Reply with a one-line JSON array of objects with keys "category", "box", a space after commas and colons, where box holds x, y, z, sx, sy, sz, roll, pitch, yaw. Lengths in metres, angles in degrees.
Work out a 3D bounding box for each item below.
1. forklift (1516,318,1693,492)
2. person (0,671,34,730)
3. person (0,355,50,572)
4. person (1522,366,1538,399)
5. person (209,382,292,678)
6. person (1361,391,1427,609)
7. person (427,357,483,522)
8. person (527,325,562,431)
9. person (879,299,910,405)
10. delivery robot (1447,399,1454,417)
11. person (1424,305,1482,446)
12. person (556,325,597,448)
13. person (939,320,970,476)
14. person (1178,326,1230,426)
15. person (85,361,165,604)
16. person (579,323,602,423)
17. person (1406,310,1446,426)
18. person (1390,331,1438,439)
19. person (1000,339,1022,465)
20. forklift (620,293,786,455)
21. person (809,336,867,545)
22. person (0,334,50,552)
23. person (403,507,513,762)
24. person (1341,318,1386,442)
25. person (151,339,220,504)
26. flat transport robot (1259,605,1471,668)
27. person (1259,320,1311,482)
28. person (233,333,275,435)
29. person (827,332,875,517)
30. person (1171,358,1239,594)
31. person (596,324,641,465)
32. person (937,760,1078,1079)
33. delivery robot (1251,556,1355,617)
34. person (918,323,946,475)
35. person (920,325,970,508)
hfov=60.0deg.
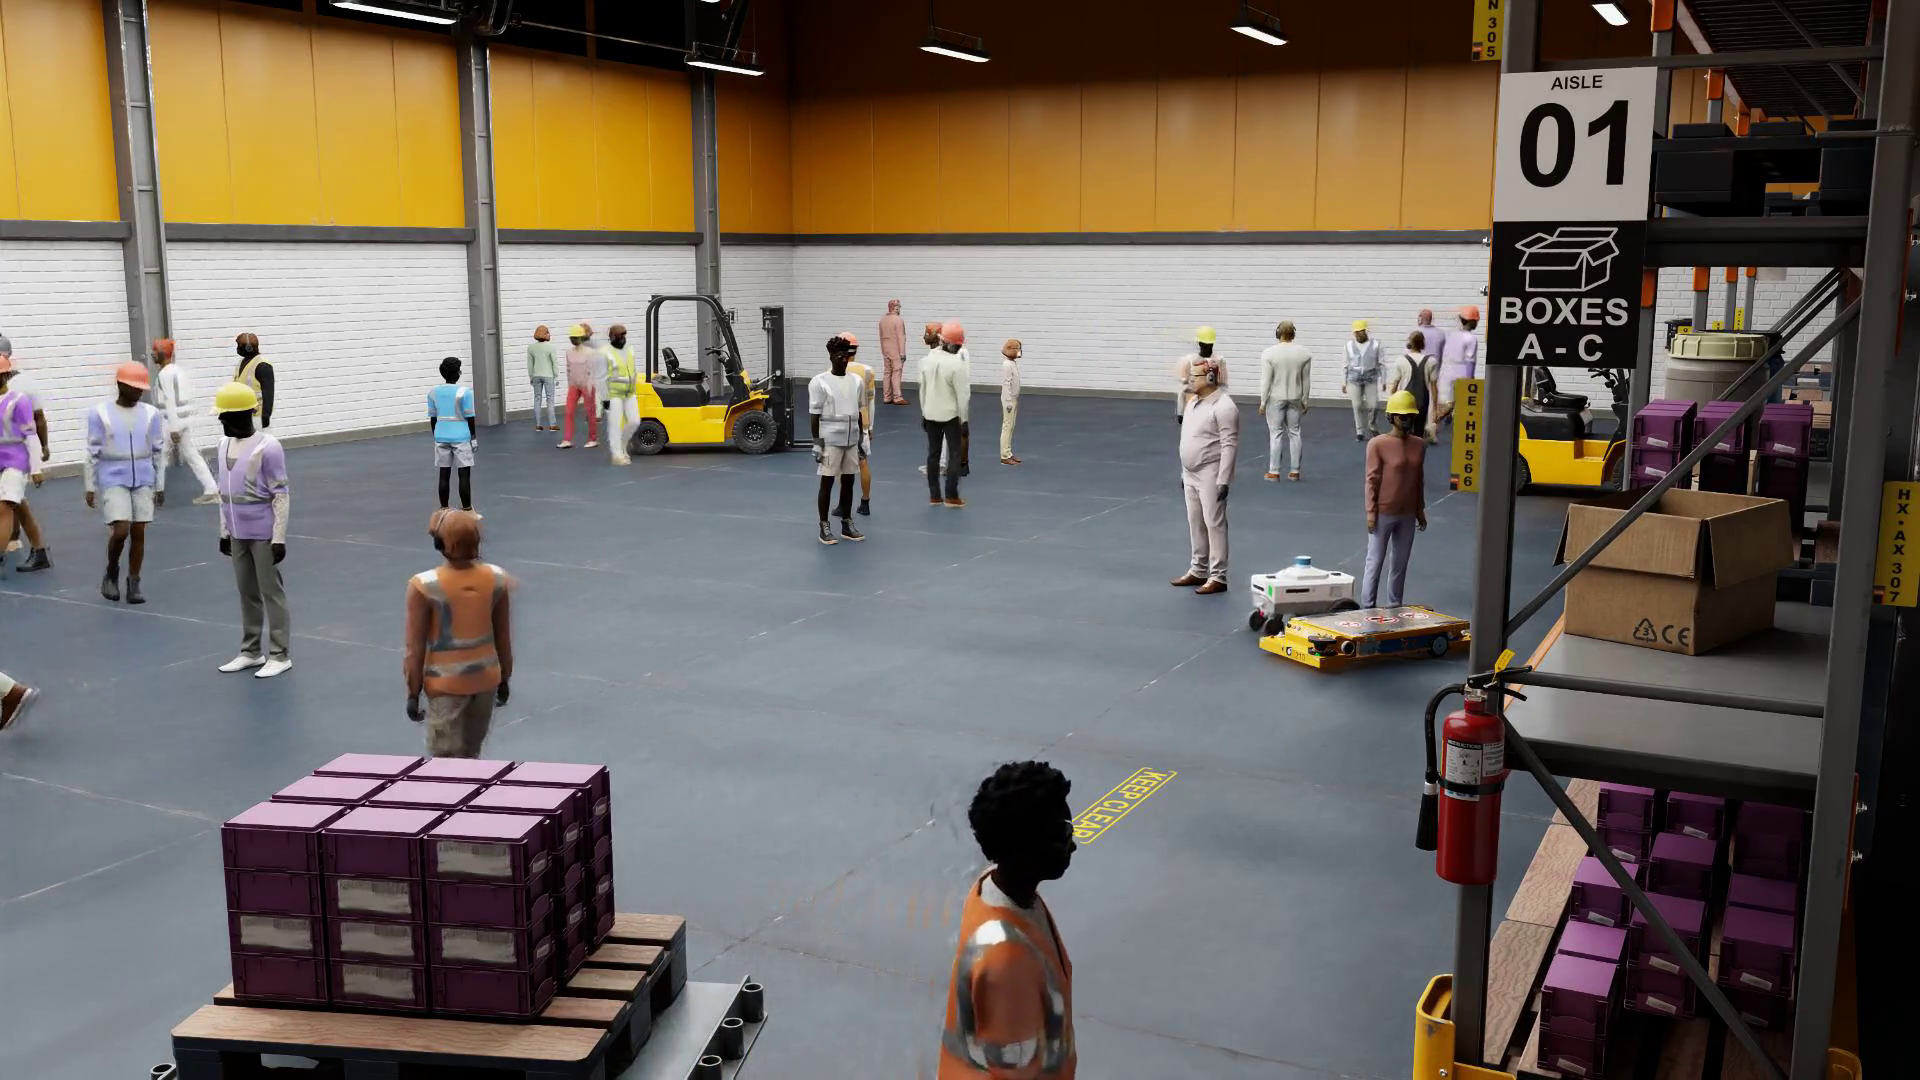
[{"category": "forklift", "box": [7.066, -1.601, 18.899, 2.313, 2.155, 1.214, 5, 11, 27]}, {"category": "person", "box": [-5.544, 0.258, 9.138, 0.530, 1.857, 0.514, -4, 11, -22]}, {"category": "person", "box": [-8.166, -0.619, 14.056, 0.569, 1.897, 0.924, 5, 11, 26]}, {"category": "person", "box": [7.193, -1.830, 21.312, 0.404, 1.821, 0.607, -2, 10, -12]}, {"category": "person", "box": [-4.598, -0.064, 10.787, 0.588, 1.923, 0.383, 6, 11, 30]}, {"category": "person", "box": [3.139, -0.191, 11.975, 0.522, 1.769, 0.317, -4, 11, -24]}, {"category": "person", "box": [-5.154, -1.017, 16.952, 0.529, 1.697, 0.321, 3, 10, 17]}, {"category": "person", "box": [-6.427, -2.494, 25.690, 0.498, 1.634, 0.280, 2, 10, 12]}, {"category": "person", "box": [-1.179, -3.401, 30.150, 0.406, 1.911, 0.637, -8, 13, -39]}, {"category": "delivery robot", "box": [8.124, -2.169, 26.633, 0.707, 0.478, 0.477, -6, 11, -34]}, {"category": "person", "box": [7.062, -2.310, 23.543, 0.893, 2.018, 0.608, -3, 10, -19]}, {"category": "person", "box": [-5.358, -2.127, 23.278, 0.527, 1.740, 0.768, 4, 10, 21]}, {"category": "person", "box": [-0.070, -1.743, 20.498, 0.383, 1.924, 0.552, 2, 10, 11]}, {"category": "person", "box": [2.884, -1.531, 19.370, 0.586, 1.895, 0.739, -5, 11, -27]}, {"category": "person", "box": [-6.501, -0.438, 13.002, 0.605, 1.904, 0.404, -9, 13, -43]}, {"category": "person", "box": [-5.974, -2.684, 26.811, 0.524, 1.612, 0.383, 9, 13, 41]}, {"category": "person", "box": [7.076, -2.580, 25.496, 0.649, 1.870, 0.928, -1, 10, -9]}, {"category": "person", "box": [5.419, -1.596, 19.963, 0.544, 1.816, 0.803, 1, 10, 4]}, {"category": "person", "box": [0.671, -1.796, 21.648, 0.268, 1.632, 0.508, 2, 10, 11]}, {"category": "forklift", "box": [-3.588, -2.317, 23.042, 2.313, 2.155, 1.214, -1, 10, -5]}, {"category": "person", "box": [-1.146, -0.948, 15.774, 0.613, 1.964, 0.361, -8, 13, -39]}, {"category": "person", "box": [-8.898, -0.949, 15.568, 0.695, 2.000, 0.989, -2, 10, -13]}, {"category": "person", "box": [-2.209, 0.660, 7.465, 0.633, 1.617, 0.525, 8, 13, 39]}, {"category": "person", "box": [5.875, -2.326, 24.247, 0.639, 1.801, 0.498, 3, 10, 19]}, {"category": "person", "box": [-8.585, -1.265, 18.052, 0.913, 1.844, 0.586, -1, 10, -4]}, {"category": "flat transport robot", "box": [2.838, 0.648, 11.439, 1.431, 0.197, 0.652, -5, 11, -26]}, {"category": "person", "box": [3.906, -1.667, 20.020, 0.635, 1.937, 0.352, -2, 10, -12]}, {"category": "person", "box": [-8.103, -1.458, 19.104, 0.624, 1.841, 0.430, 9, 13, 42]}, {"category": "person", "box": [-1.153, -1.200, 17.345, 0.542, 1.931, 0.366, -5, 11, -27]}, {"category": "person", "box": [1.970, -0.520, 13.476, 0.401, 1.906, 0.650, -4, 11, -23]}, {"category": "person", "box": [-4.412, -1.871, 21.516, 0.442, 1.828, 0.658, 7, 12, 36]}, {"category": "person", "box": [0.127, 1.291, 3.723, 0.891, 1.645, 0.544, 1, 10, 5]}, {"category": "delivery robot", "box": [2.473, 0.359, 12.008, 0.707, 0.478, 0.477, -2, 10, -15]}, {"category": "person", "box": [-0.321, -1.752, 20.679, 0.355, 1.882, 0.576, -2, 10, -9]}, {"category": "person", "box": [-0.177, -1.325, 17.988, 0.657, 1.964, 0.420, 7, 12, 36]}]
